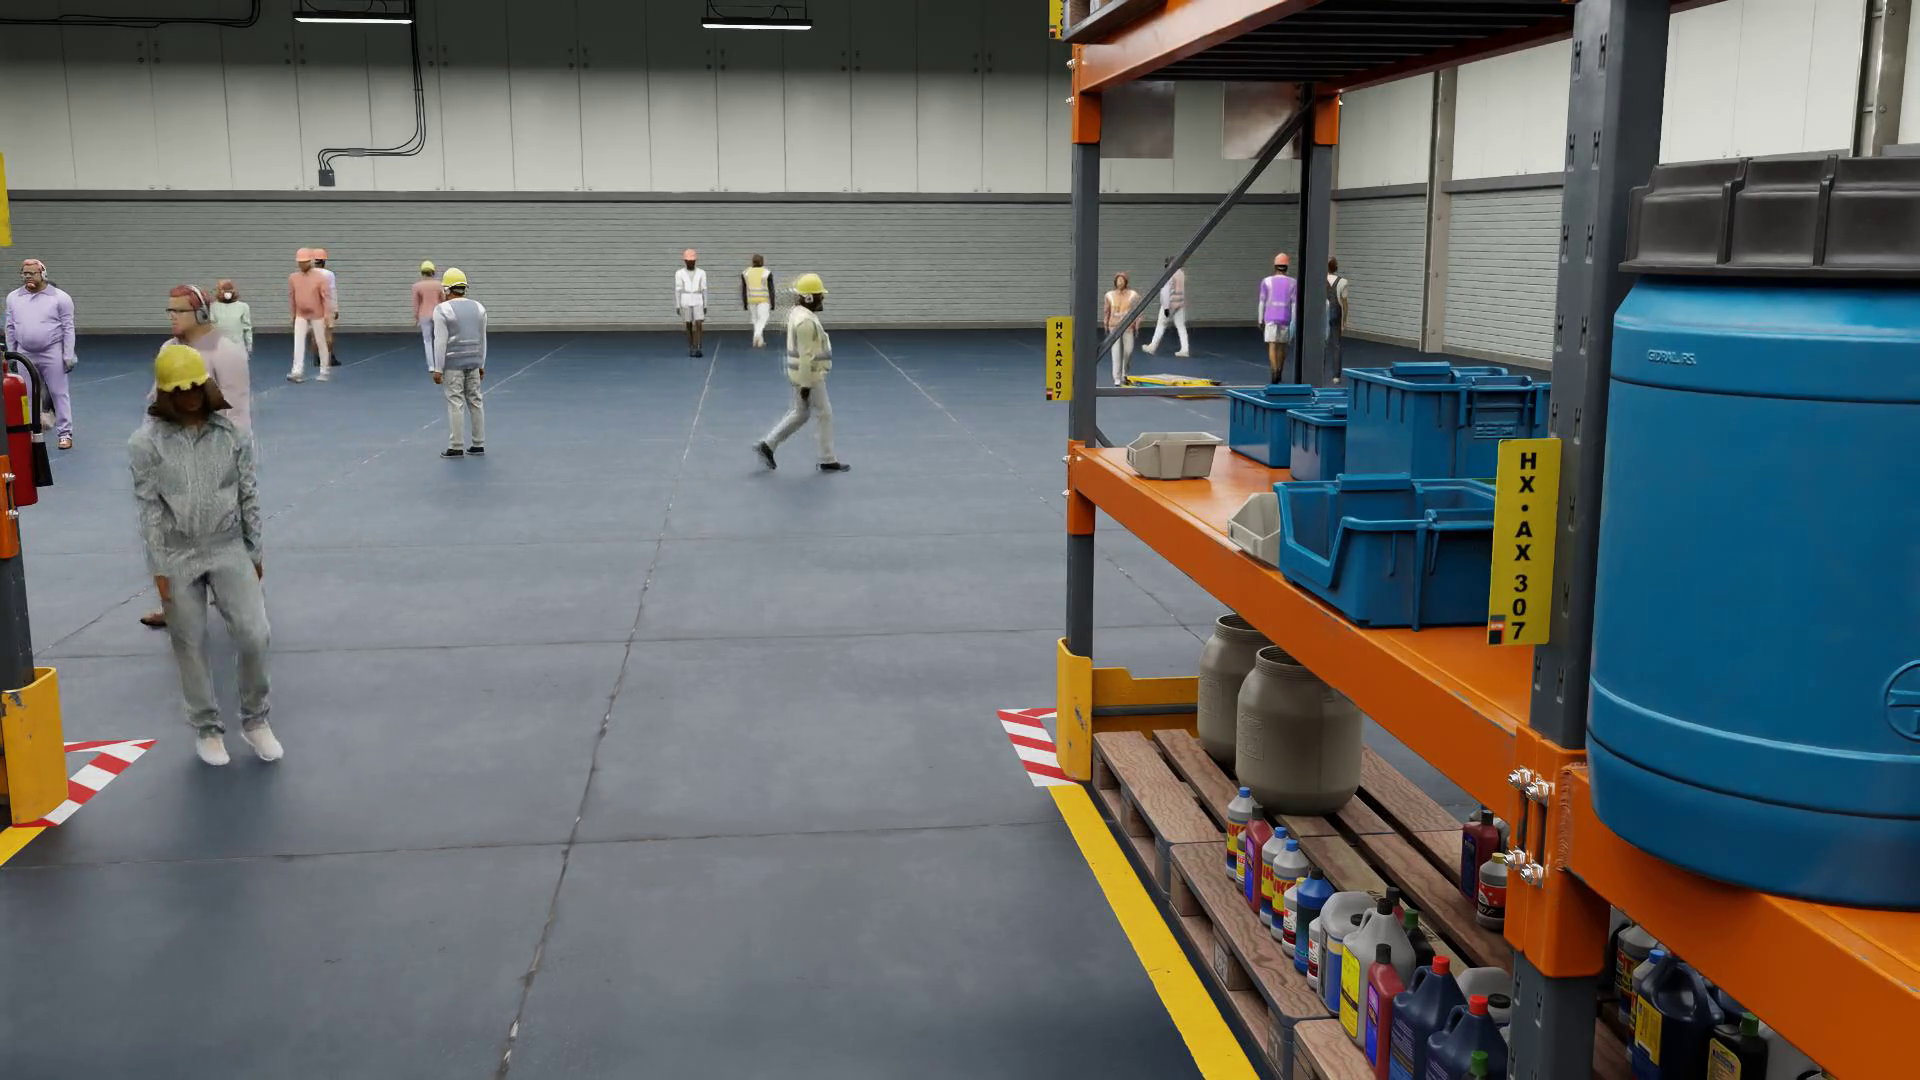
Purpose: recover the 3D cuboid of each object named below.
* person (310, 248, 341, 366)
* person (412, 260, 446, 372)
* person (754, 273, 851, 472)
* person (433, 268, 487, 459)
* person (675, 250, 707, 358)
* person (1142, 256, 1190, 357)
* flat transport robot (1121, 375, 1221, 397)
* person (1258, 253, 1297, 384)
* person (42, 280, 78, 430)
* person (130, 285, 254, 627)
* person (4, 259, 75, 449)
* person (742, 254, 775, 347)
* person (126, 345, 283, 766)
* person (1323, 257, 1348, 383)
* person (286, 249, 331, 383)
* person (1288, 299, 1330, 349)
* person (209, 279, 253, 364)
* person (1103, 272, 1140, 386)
[{"bbox_3d":[-10.552,-3.839,27.502,0.553,1.935,0.362,0,10,2],"label":"person"},{"bbox_3d":[-8.363,-3.531,26.291,0.546,1.751,0.450,-3,11,-16],"label":"person"},{"bbox_3d":[-1.440,-1.499,15.031,0.799,1.811,0.586,-3,11,-15],"label":"person"},{"bbox_3d":[-4.840,-1.701,16.067,0.404,1.833,0.593,7,13,34],"label":"person"},{"bbox_3d":[-4.741,-4.158,29.373,0.564,1.888,0.963,-2,11,-11],"label":"person"},{"bbox_3d":[3.743,-4.184,29.783,0.979,1.789,0.651,10,14,43],"label":"person"},{"bbox_3d":[2.867,-2.103,22.557,0.652,0.197,1.431,-6,12,-30],"label":"flat transport robot"},{"bbox_3d":[4.639,-3.217,24.201,0.545,1.907,0.891,0,10,2],"label":"person"},{"bbox_3d":[-10.174,-2.062,18.538,0.541,1.660,0.855,0,10,-1],"label":"person"},{"bbox_3d":[-4.338,-0.496,9.382,0.644,1.866,0.865,7,12,34],"label":"person"},{"bbox_3d":[-9.233,-1.853,16.701,0.643,1.909,0.410,-2,10,-9],"label":"person"},{"bbox_3d":[-3.882,-4.595,31.985,0.635,1.815,0.817,2,11,13],"label":"person"},{"bbox_3d":[-3.006,0.083,6.622,0.495,1.714,0.541,-8,13,-38],"label":"person"},{"bbox_3d":[5.384,-3.197,24.241,0.517,1.842,0.327,1,10,3],"label":"person"},{"bbox_3d":[-9.560,-3.274,24.361,0.654,1.945,0.977,1,10,3],"label":"person"},{"bbox_3d":[4.654,-2.687,22.091,0.523,1.603,0.832,-2,11,-11],"label":"person"},{"bbox_3d":[-8.851,-2.344,20.178,0.511,1.626,0.388,-5,12,-26],"label":"person"},{"bbox_3d":[2.333,-3.058,24.059,0.528,1.624,0.549,1,10,6],"label":"person"}]
